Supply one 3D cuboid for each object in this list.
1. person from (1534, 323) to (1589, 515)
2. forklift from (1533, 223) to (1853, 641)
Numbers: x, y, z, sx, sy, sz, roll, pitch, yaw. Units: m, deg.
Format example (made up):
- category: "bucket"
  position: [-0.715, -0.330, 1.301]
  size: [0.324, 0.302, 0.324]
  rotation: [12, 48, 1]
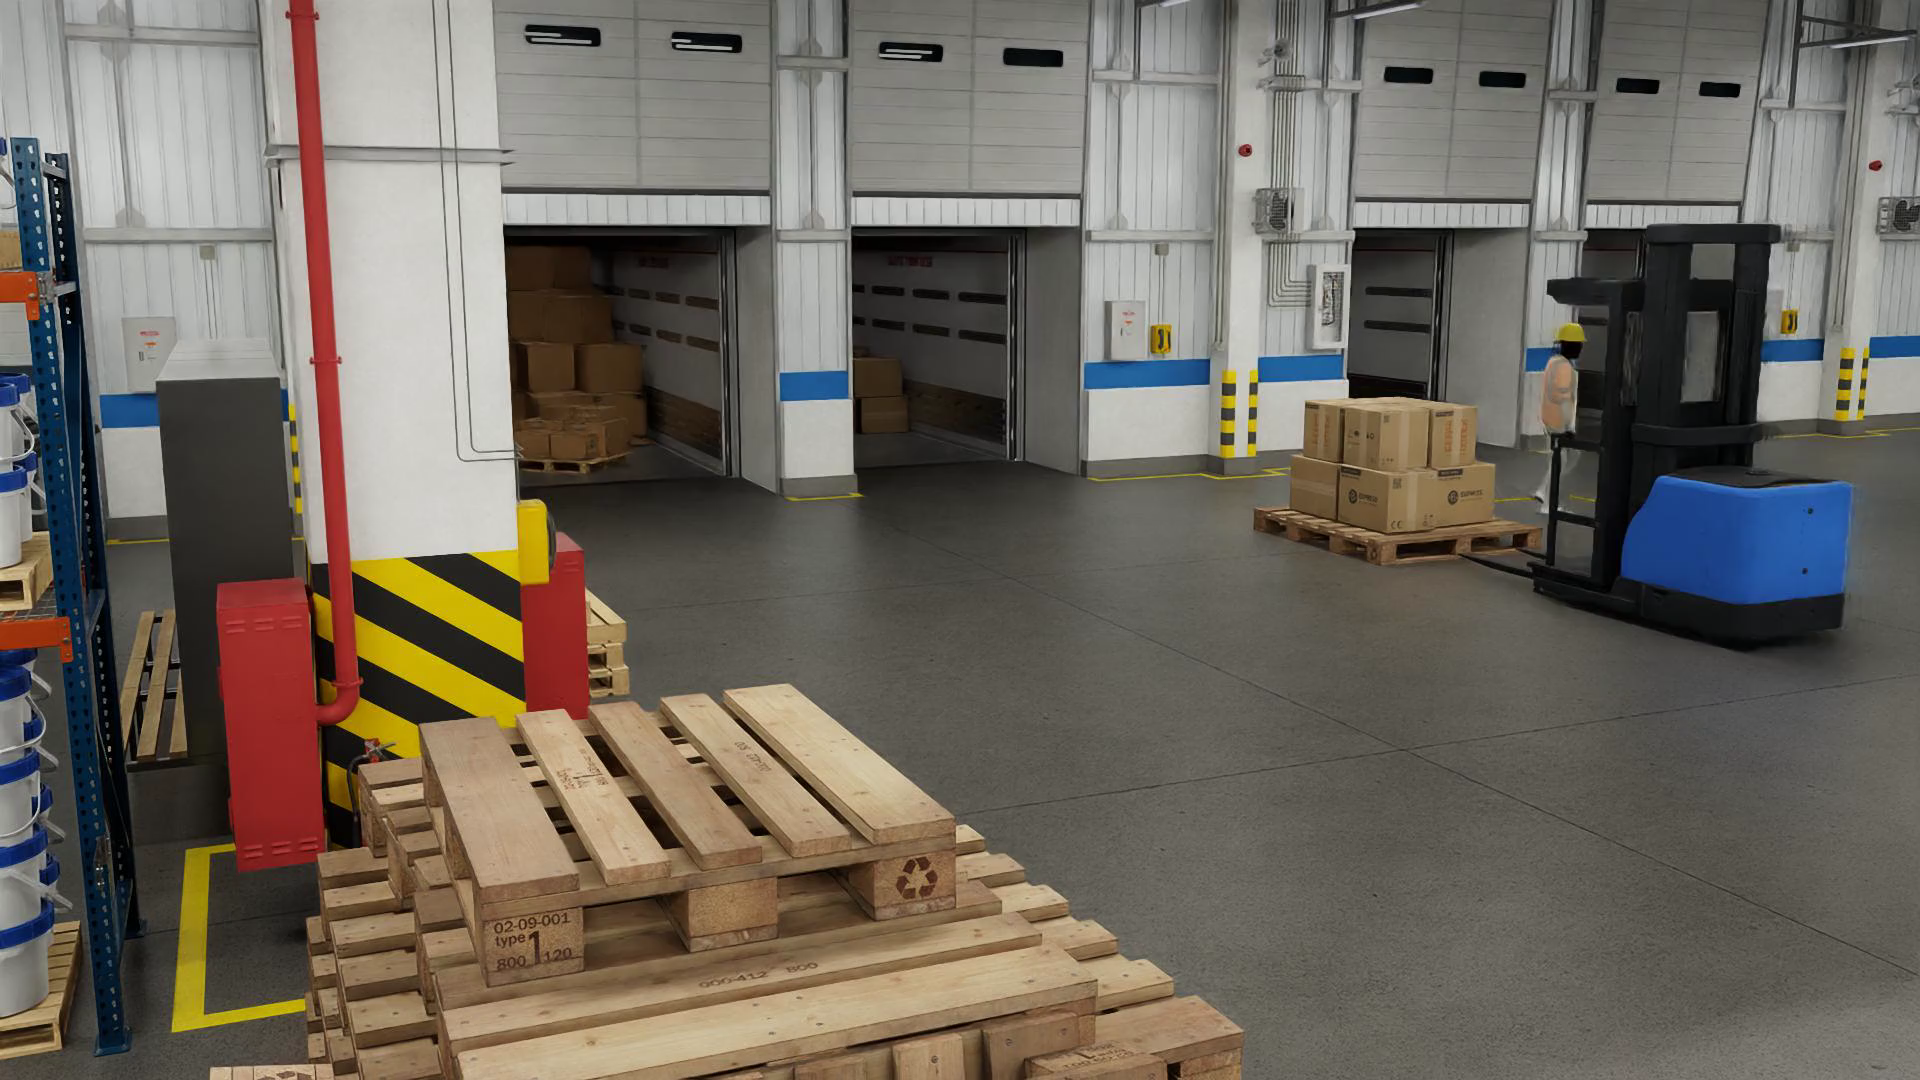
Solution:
- category: "person"
  position: [5.935, -1.178, 16.349]
  size: [0.426, 1.907, 0.607]
  rotation: [2, 11, 13]
- category: "forklift"
  position: [5.253, -0.840, 11.814]
  size: [1.129, 2.768, 1.873]
  rotation: [-4, 11, -23]
